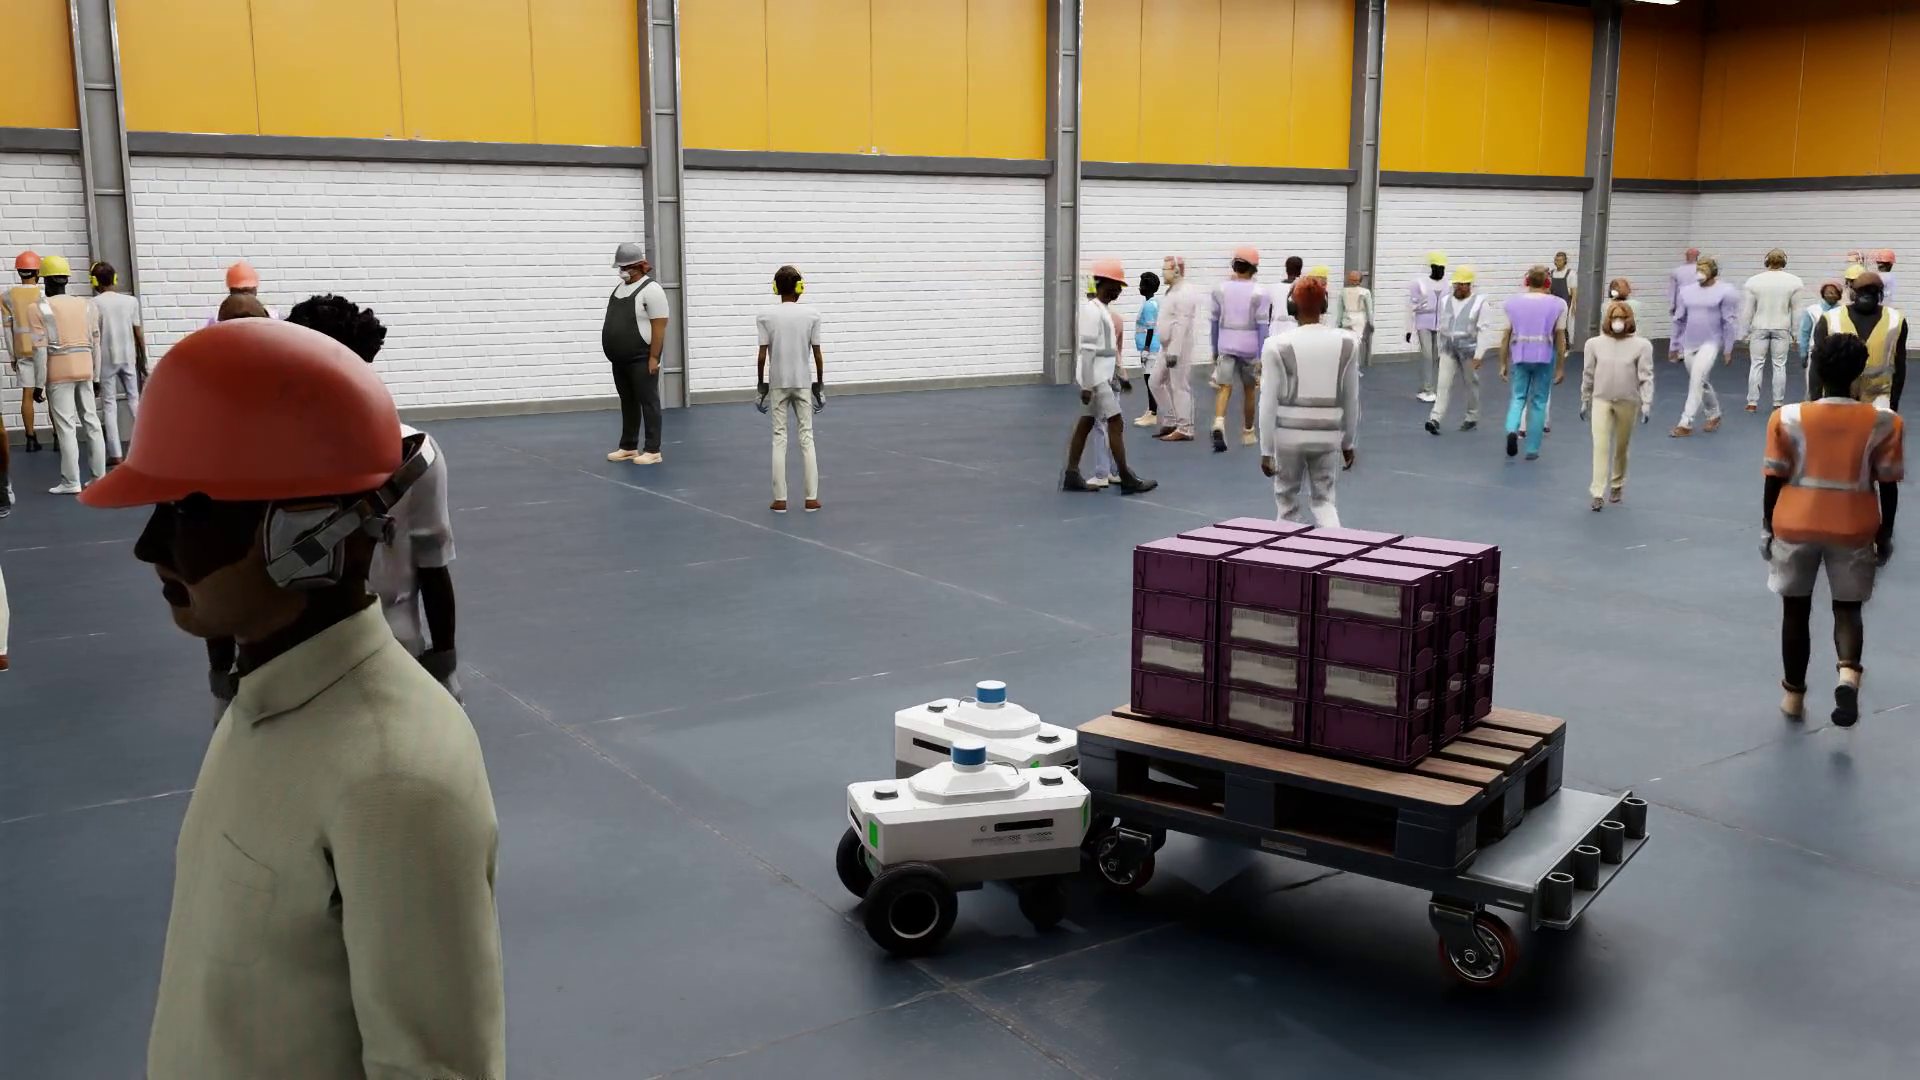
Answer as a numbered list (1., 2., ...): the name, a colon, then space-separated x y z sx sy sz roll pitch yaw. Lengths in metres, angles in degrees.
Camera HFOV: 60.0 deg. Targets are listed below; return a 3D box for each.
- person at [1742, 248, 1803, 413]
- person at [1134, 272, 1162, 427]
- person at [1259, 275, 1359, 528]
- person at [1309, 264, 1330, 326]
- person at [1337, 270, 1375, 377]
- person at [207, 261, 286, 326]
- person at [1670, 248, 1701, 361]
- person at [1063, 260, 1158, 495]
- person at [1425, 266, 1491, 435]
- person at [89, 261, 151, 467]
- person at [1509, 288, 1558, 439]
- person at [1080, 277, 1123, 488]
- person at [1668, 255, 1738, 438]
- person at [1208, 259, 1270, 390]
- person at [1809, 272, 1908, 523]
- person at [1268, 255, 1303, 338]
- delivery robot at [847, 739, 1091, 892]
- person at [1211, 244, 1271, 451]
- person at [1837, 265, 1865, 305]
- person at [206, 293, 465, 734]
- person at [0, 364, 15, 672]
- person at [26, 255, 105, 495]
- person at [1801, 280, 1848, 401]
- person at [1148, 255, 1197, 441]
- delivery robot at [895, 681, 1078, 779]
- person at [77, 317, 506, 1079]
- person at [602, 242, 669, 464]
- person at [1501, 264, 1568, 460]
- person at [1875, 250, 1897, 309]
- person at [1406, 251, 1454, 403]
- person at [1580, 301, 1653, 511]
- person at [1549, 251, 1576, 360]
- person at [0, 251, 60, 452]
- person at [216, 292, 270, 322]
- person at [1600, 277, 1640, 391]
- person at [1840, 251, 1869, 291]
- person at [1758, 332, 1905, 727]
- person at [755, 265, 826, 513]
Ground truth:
1. person: 9.558 -2.456 19.617 0.629 1.940 0.372 4 11 23
2. person: 2.074 -2.095 18.304 0.318 1.697 0.534 2 10 8
3. person: 1.955 -0.542 9.314 0.590 1.870 0.625 -1 10 -8
4. person: 4.481 -2.604 20.970 0.299 1.742 0.485 -3 11 -18
5. person: 5.754 -3.152 24.371 0.842 1.600 0.517 -10 14 -44
6. person: -5.160 -1.070 12.095 0.544 1.913 0.849 -8 13 -39
7. person: 12.263 -3.944 27.903 0.683 1.886 0.546 9 13 39
8. person: 1.240 -1.299 13.433 0.892 1.888 0.537 1 10 7
9. person: 5.255 -1.993 17.531 0.605 1.774 0.969 8 13 39
10. person: -7.657 -1.580 15.048 0.384 1.856 0.572 10 14 43
11. person: 5.981 -1.869 17.327 0.519 1.602 0.763 6 12 28
12. person: 1.162 -1.317 13.848 0.327 1.767 0.533 7 13 35
13. person: 7.812 -2.038 17.466 1.010 1.897 0.647 -7 12 -33
14. person: 3.808 -3.002 22.624 1.037 1.951 0.605 -3 11 -17
15. person: 6.562 -1.035 12.183 0.642 1.815 0.815 5 11 24
16. person: 3.638 -2.224 18.604 0.612 1.862 0.871 7 12 32
17. delivery robot: 0.030 0.848 5.044 0.707 0.478 0.477 -3 11 -15
18. person: 2.712 -1.873 16.245 0.608 2.014 0.910 4 11 22
19. person: 10.246 -2.287 19.171 0.545 1.753 0.364 4 11 20
20. person: -1.604 0.343 4.273 0.620 1.935 0.414 -3 11 -17
21. person: -4.757 -0.265 7.845 0.331 1.861 0.515 10 14 44
22. person: -7.233 -1.327 13.459 0.384 1.928 0.588 6 12 28
23. person: 9.186 -1.933 17.603 0.521 1.625 0.370 4 11 20
24. person: 2.140 -1.936 16.918 0.508 1.891 0.647 -2 10 -9
25. delivery robot: 0.105 0.726 5.708 0.707 0.478 0.477 10 14 43
26. person: -0.690 0.757 1.847 0.375 1.995 0.607 -7 13 -35
27. person: -3.017 -1.714 15.271 0.674 2.000 0.535 10 14 42
28. person: 5.309 -1.635 15.418 0.570 1.830 0.548 5 12 27
29. person: 13.389 -3.290 24.329 0.976 1.895 0.559 -3 11 -16
30. person: 5.958 -2.656 20.833 0.610 1.888 0.876 -2 11 -11
31. person: 5.054 -1.040 12.812 0.514 1.587 0.850 5 11 24
32. person: 10.035 -3.908 27.866 0.430 1.831 0.505 -10 14 -43
33. person: -8.930 -1.813 16.094 0.544 1.939 0.355 -2 10 -10
34. person: -3.157 -0.195 7.510 0.650 1.832 0.437 -4 11 -22
35. person: 7.872 -2.329 19.816 0.719 1.610 0.501 -9 14 -42
36. person: 11.613 -2.838 21.841 0.711 1.883 0.681 -1 10 -4
37. person: 3.637 -0.024 6.973 0.540 1.686 0.546 4 11 21
38. person: -1.285 -1.138 12.581 0.530 1.869 0.311 -2 10 -8
